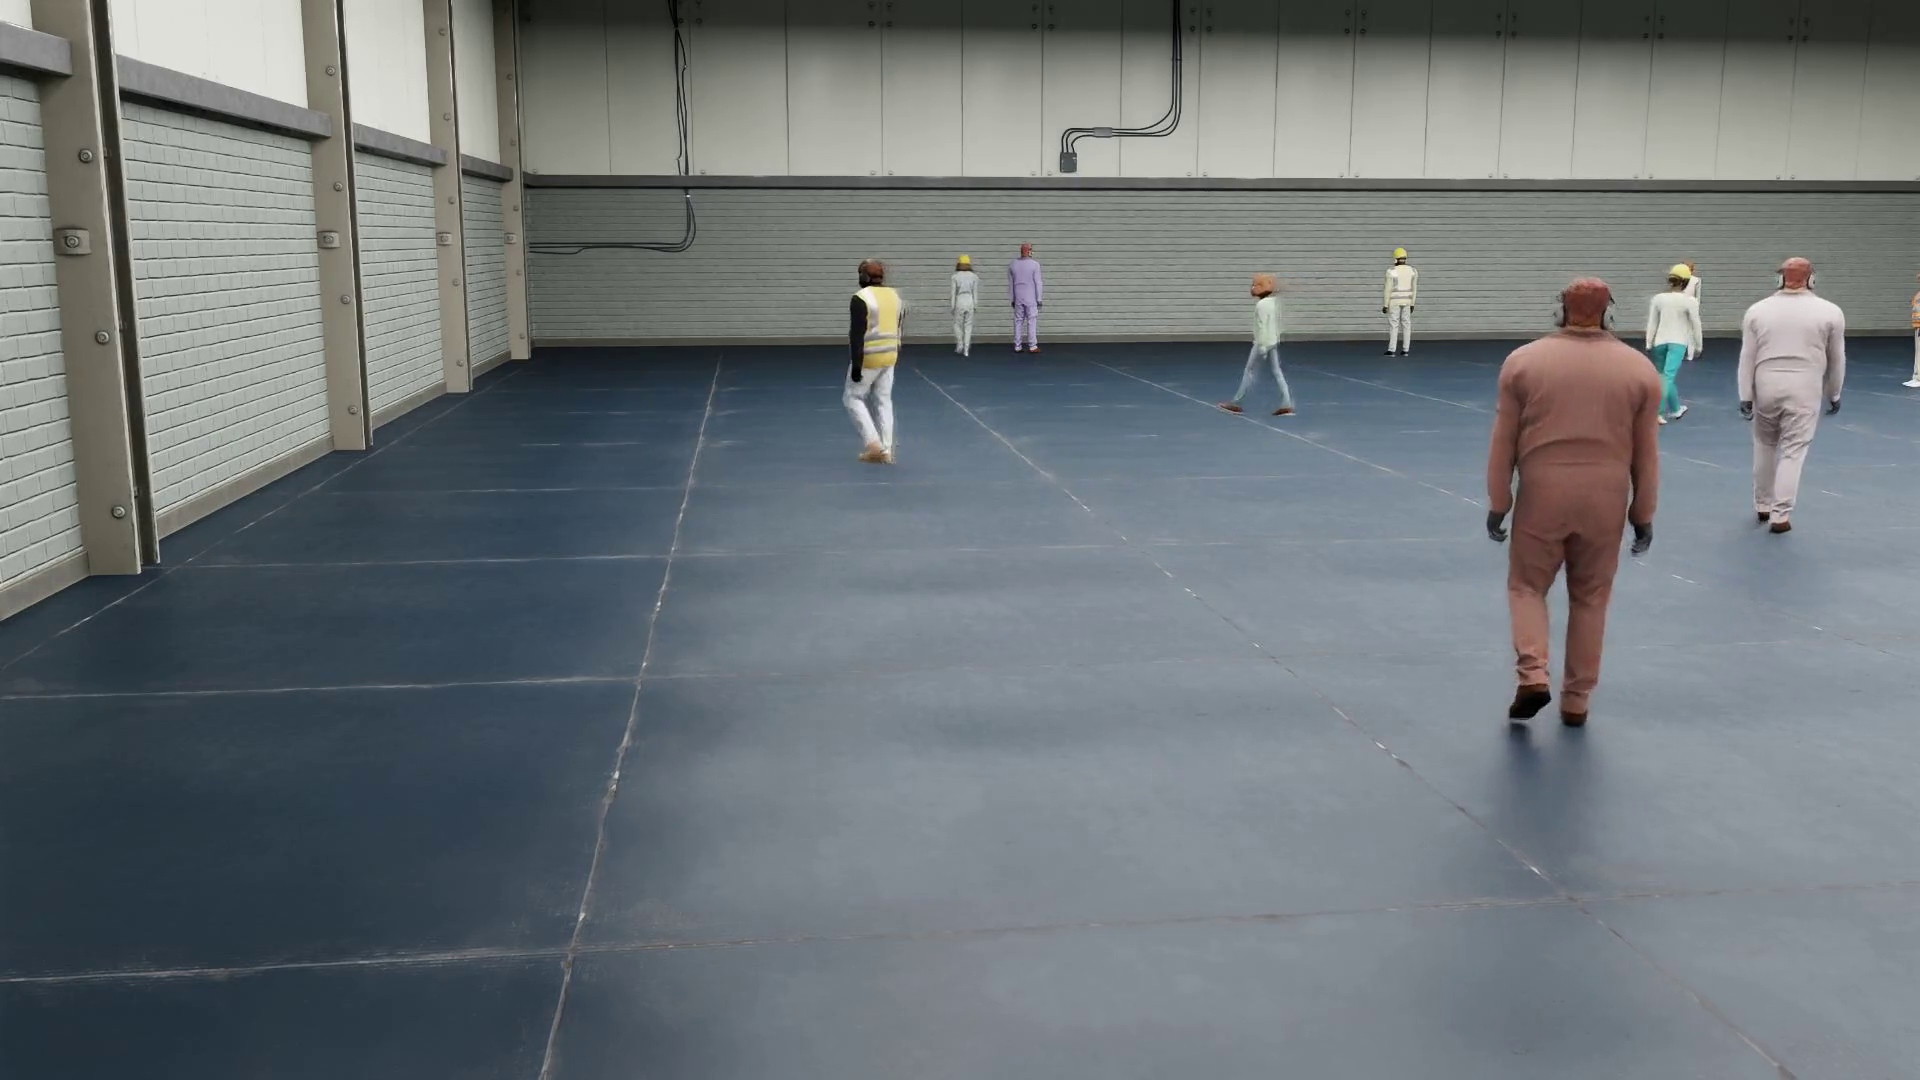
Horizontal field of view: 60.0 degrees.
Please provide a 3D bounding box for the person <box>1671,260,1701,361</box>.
[{"bbox_3d":[11.788,-3.723,27.086,0.523,1.638,0.310,-1,10,-6],"label":"person"}]

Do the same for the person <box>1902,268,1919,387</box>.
[{"bbox_3d":[13.000,-2.883,22.462,0.307,1.645,0.520,4,11,22],"label":"person"}]

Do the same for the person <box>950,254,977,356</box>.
[{"bbox_3d":[0.050,-3.992,28.322,0.485,1.729,0.360,-3,11,-13],"label":"person"}]

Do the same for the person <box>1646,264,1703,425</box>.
[{"bbox_3d":[7.788,-2.121,18.069,0.907,1.714,0.552,-7,13,-36],"label":"person"}]

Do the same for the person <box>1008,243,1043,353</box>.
[{"bbox_3d":[1.166,-4.203,28.975,0.639,1.911,0.406,7,12,32],"label":"person"}]

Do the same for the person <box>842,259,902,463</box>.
[{"bbox_3d":[-0.777,-1.584,14.846,0.445,1.826,0.652,8,13,36],"label":"person"}]

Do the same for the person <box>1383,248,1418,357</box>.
[{"bbox_3d":[7.437,-4.019,28.180,0.586,1.832,0.403,-3,11,-14],"label":"person"}]

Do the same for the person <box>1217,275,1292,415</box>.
[{"bbox_3d":[3.396,-2.202,18.888,0.869,1.590,0.515,6,12,28],"label":"person"}]

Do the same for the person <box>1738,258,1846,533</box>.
[{"bbox_3d":[5.806,-1.014,11.604,0.637,1.866,0.887,7,13,35],"label":"person"}]

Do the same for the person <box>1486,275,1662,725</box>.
[{"bbox_3d":[2.527,-0.148,6.879,0.681,1.872,0.553,3,11,15],"label":"person"}]
